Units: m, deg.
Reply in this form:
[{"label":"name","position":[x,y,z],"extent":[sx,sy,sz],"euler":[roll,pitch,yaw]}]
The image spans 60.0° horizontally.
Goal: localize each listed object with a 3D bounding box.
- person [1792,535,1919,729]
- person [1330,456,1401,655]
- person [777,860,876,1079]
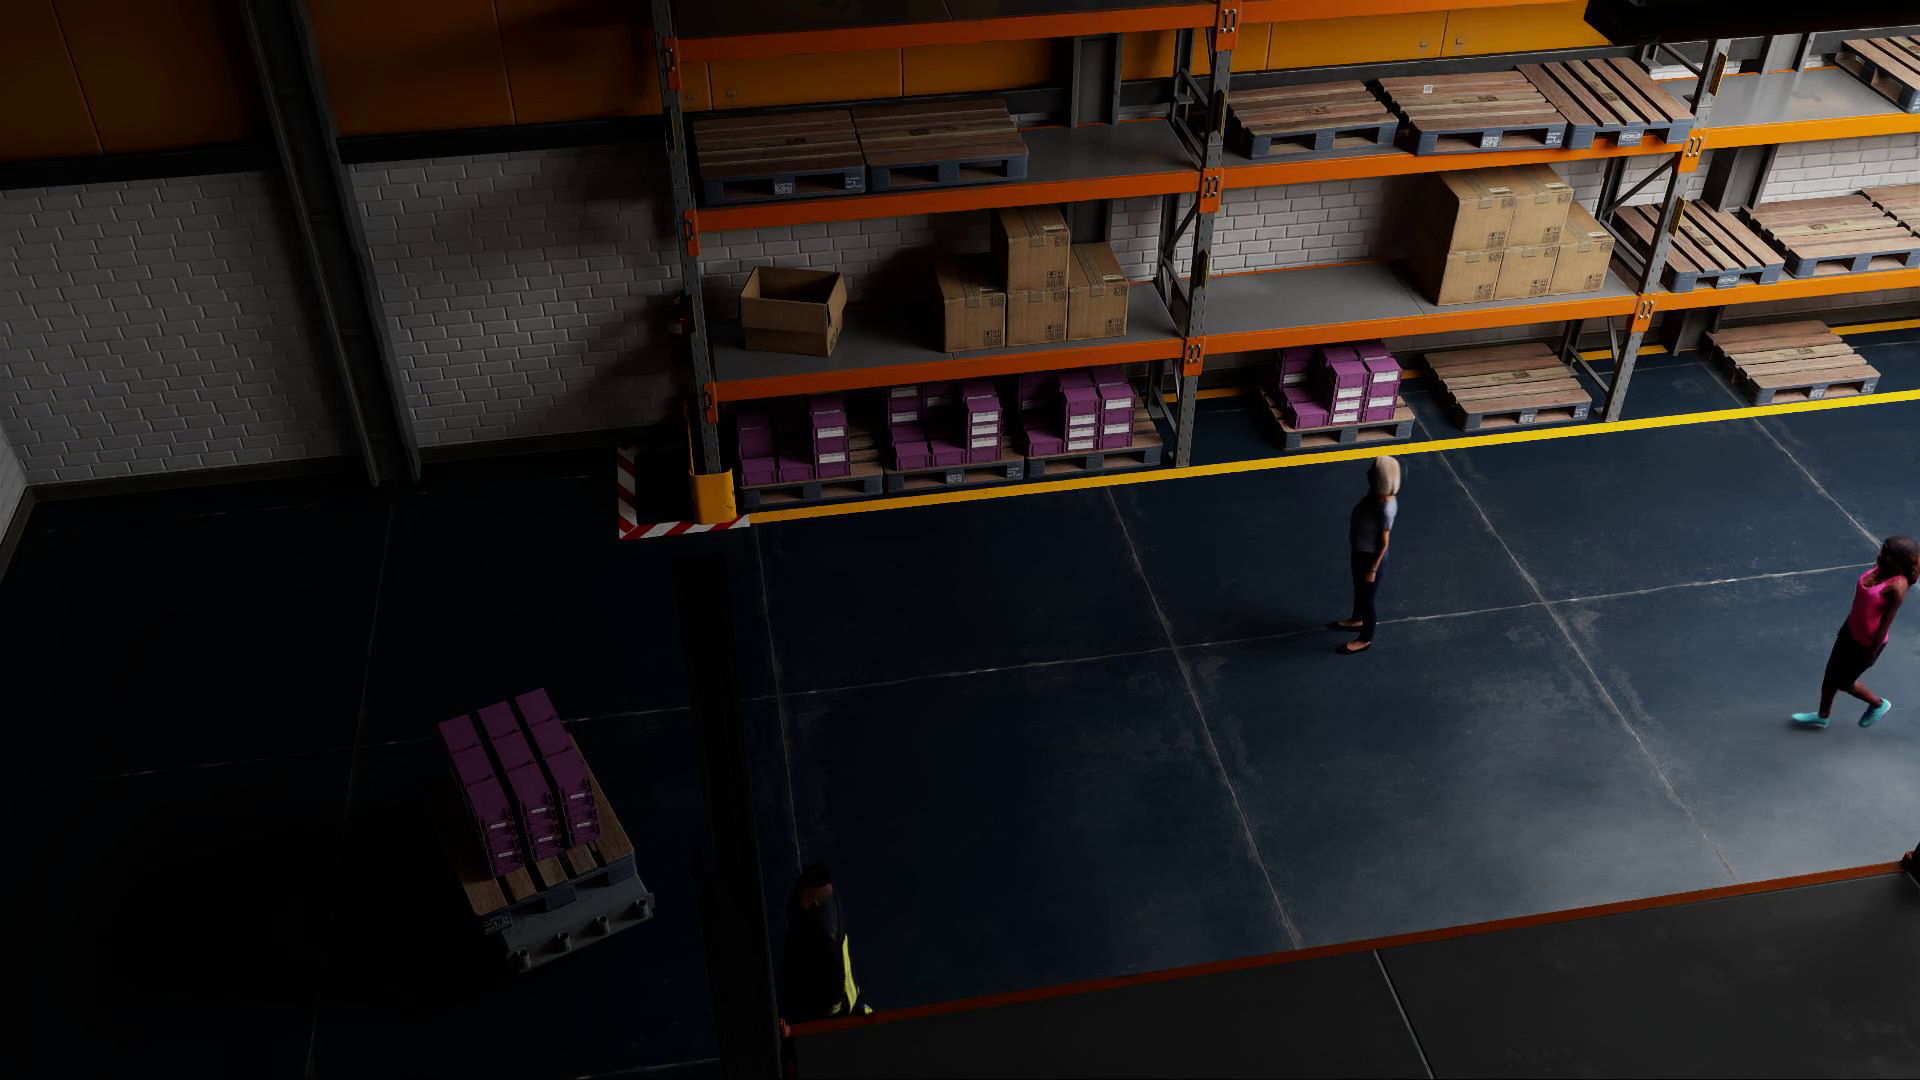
[{"label":"person","position":[6.279,0.679,11.410],"extent":[0.877,1.710,0.685],"euler":[3,39,3]},{"label":"person","position":[2.992,0.095,12.133],"extent":[0.548,1.721,0.618],"euler":[-1,39,-2]},{"label":"person","position":[-0.699,2.398,9.155],"extent":[1.063,1.838,0.753],"euler":[-4,39,-5]}]
